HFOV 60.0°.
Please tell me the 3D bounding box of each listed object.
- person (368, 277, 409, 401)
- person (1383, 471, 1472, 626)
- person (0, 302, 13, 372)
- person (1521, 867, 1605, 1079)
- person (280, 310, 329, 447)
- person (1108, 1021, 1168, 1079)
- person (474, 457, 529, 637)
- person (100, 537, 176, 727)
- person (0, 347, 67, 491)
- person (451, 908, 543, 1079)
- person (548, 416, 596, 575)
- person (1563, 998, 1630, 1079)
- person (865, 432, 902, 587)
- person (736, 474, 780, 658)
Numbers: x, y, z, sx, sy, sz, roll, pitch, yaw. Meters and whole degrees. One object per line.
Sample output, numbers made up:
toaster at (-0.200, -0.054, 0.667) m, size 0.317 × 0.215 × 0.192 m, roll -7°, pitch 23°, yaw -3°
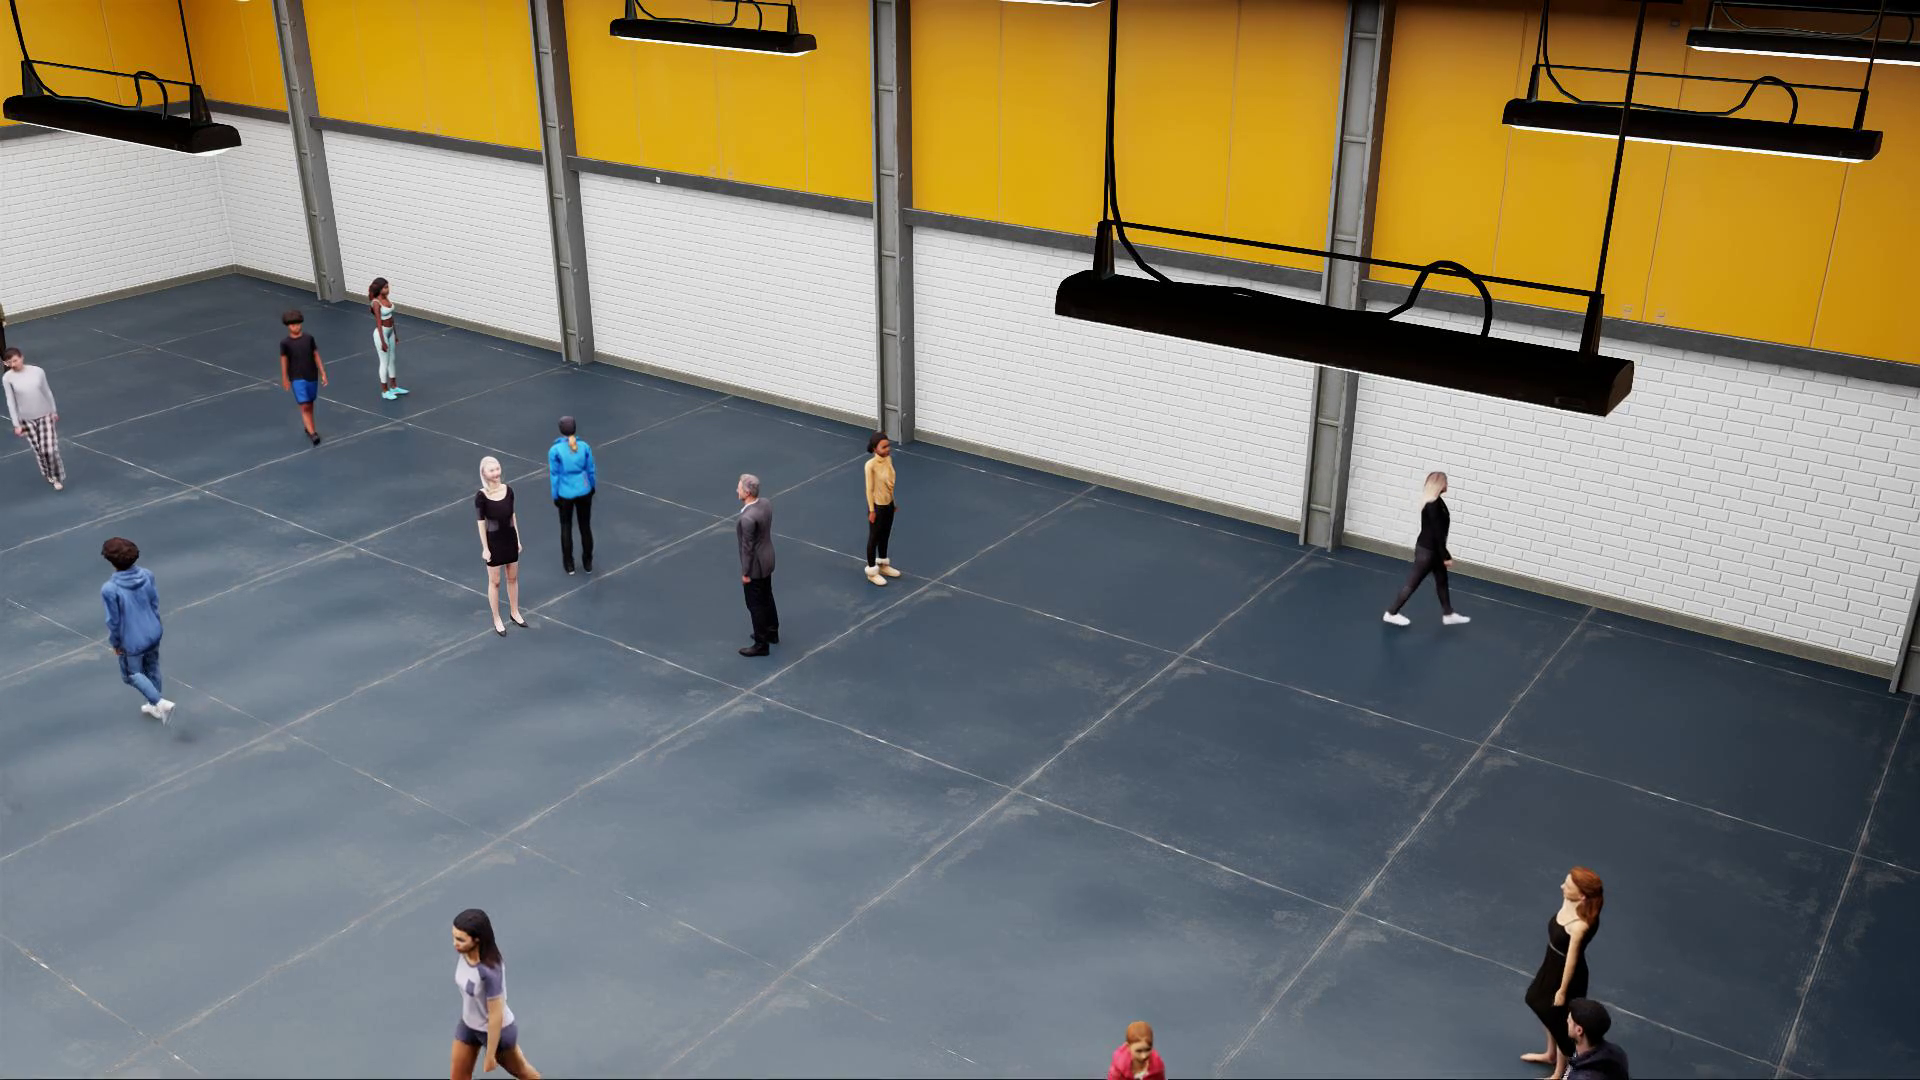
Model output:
person at (-8.028, -2.828, 23.220) m, size 0.655 × 1.724 × 0.644 m, roll 4°, pitch 24°, yaw 9°
person at (4.572, 0.138, 16.536) m, size 1.159 × 1.644 × 0.863 m, roll 5°, pitch 24°, yaw 12°
person at (-14.234, -3.208, 24.399) m, size 0.644 × 1.476 × 0.713 m, roll -3°, pitch 24°, yaw -7°
person at (3.845, 2.778, 10.522) m, size 0.695 × 1.624 × 0.665 m, roll 4°, pitch 24°, yaw 8°
person at (-8.536, -2.120, 21.580) m, size 0.833 × 1.743 × 1.208 m, roll -18°, pitch 29°, yaw -35°
person at (0.990, 3.308, 9.702) m, size 0.663 × 1.310 × 0.721 m, roll -7°, pitch 24°, yaw -15°
person at (-4.566, 0.047, 16.516) m, size 0.550 × 1.827 × 0.608 m, roll 21°, pitch 31°, yaw 39°
person at (-7.242, 0.842, 14.737) m, size 0.915 × 1.794 × 0.699 m, roll 14°, pitch 27°, yaw 30°
person at (-11.161, -1.506, 20.102) m, size 0.891 × 1.800 × 1.037 m, roll -16°, pitch 28°, yaw -33°
person at (-2.782, 2.939, 10.081) m, size 1.078 × 1.682 × 0.765 m, roll 20°, pitch 31°, yaw 38°
person at (-4.078, -0.460, 17.721) m, size 0.757 × 1.791 × 0.793 m, roll -9°, pitch 25°, yaw -19°
person at (3.467, 3.365, 8.924) m, size 1.042 × 1.827 × 0.724 m, roll 10°, pitch 26°, yaw 22°
person at (-0.846, -0.359, 17.655) m, size 0.547 × 1.659 × 0.590 m, roll 15°, pitch 28°, yaw 31°
person at (-1.970, 0.221, 16.111) m, size 0.736 × 1.832 × 0.787 m, roll 5°, pitch 24°, yaw 11°
